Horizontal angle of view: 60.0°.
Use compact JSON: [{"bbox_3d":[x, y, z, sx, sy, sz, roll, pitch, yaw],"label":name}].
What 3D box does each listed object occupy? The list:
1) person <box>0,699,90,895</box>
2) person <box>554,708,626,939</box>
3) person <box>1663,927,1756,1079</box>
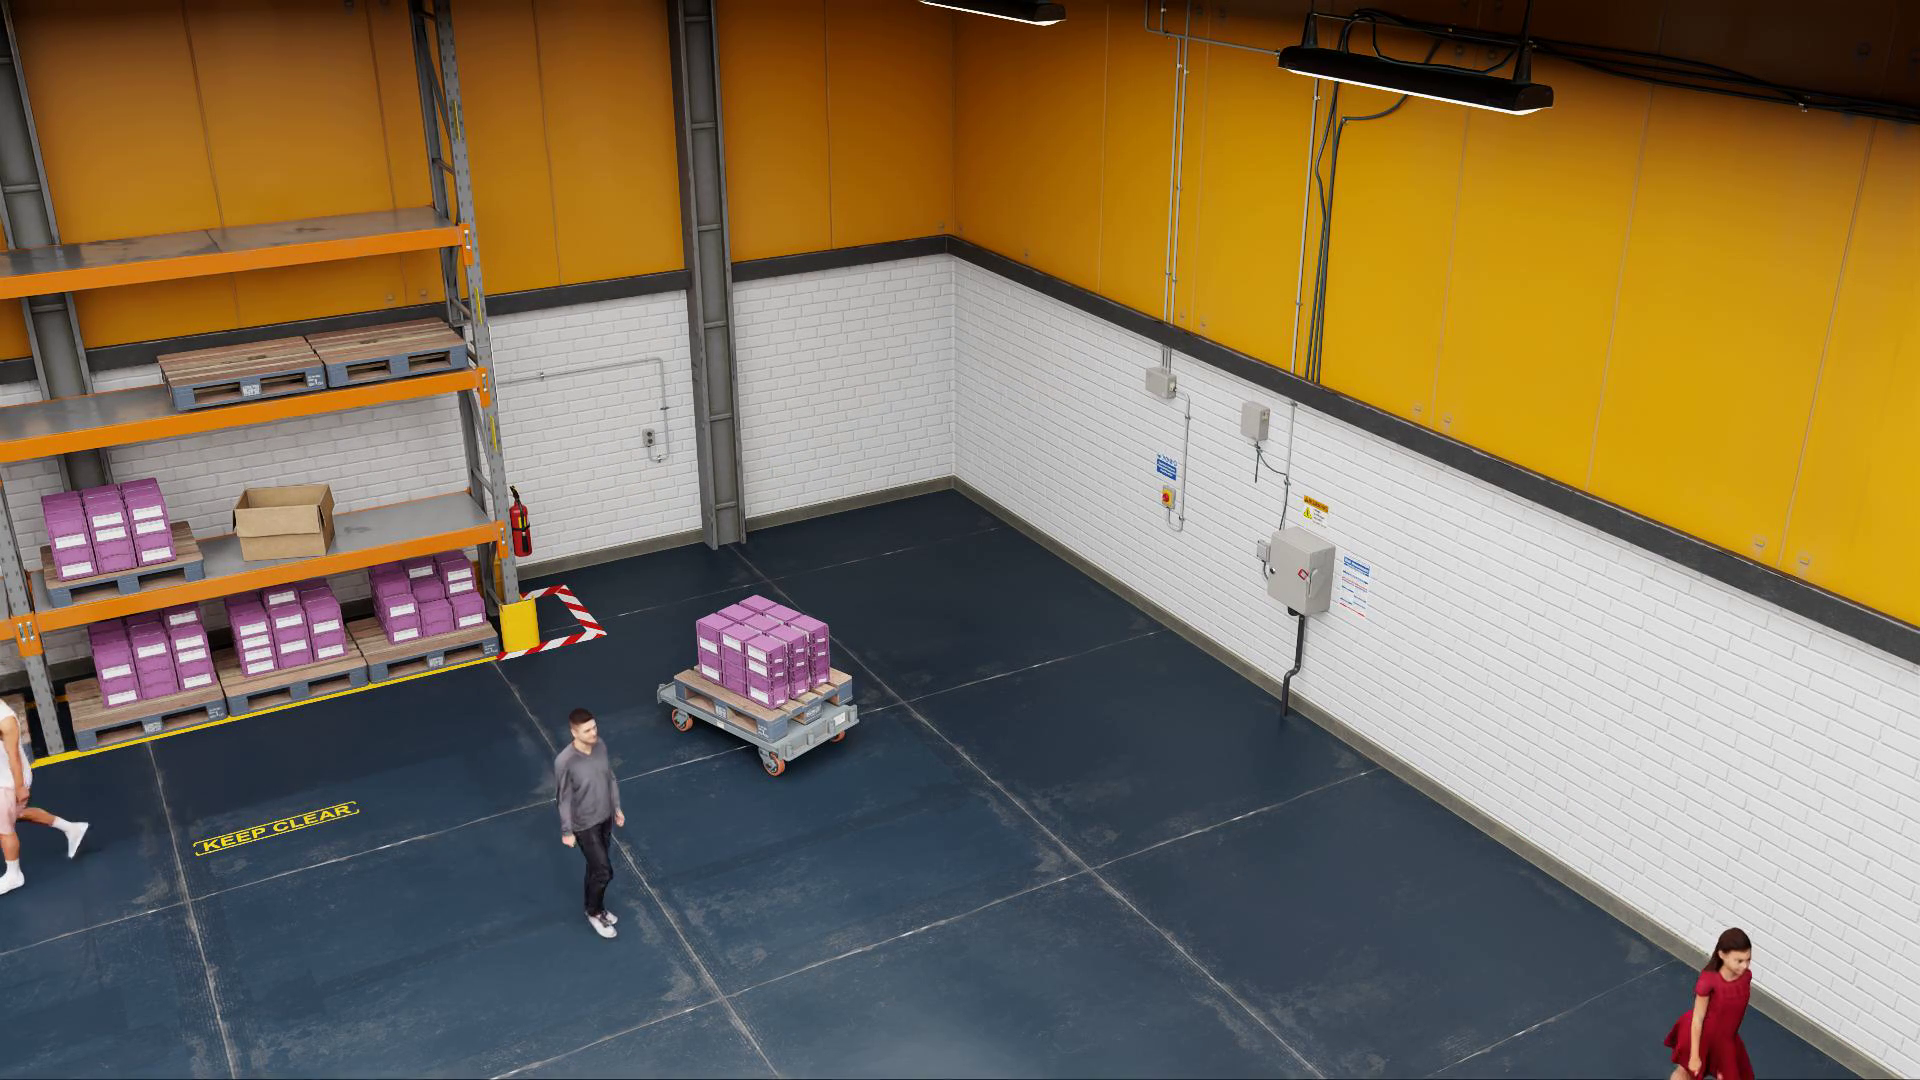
[{"bbox_3d":[-6.940,1.714,12.266,1.092,1.764,0.769,-20,31,-38],"label":"person"},{"bbox_3d":[-2.666,1.950,11.746,0.801,1.750,0.722,11,26,24],"label":"person"},{"bbox_3d":[4.402,2.906,9.858,0.899,1.510,0.780,-6,24,-13],"label":"person"}]
